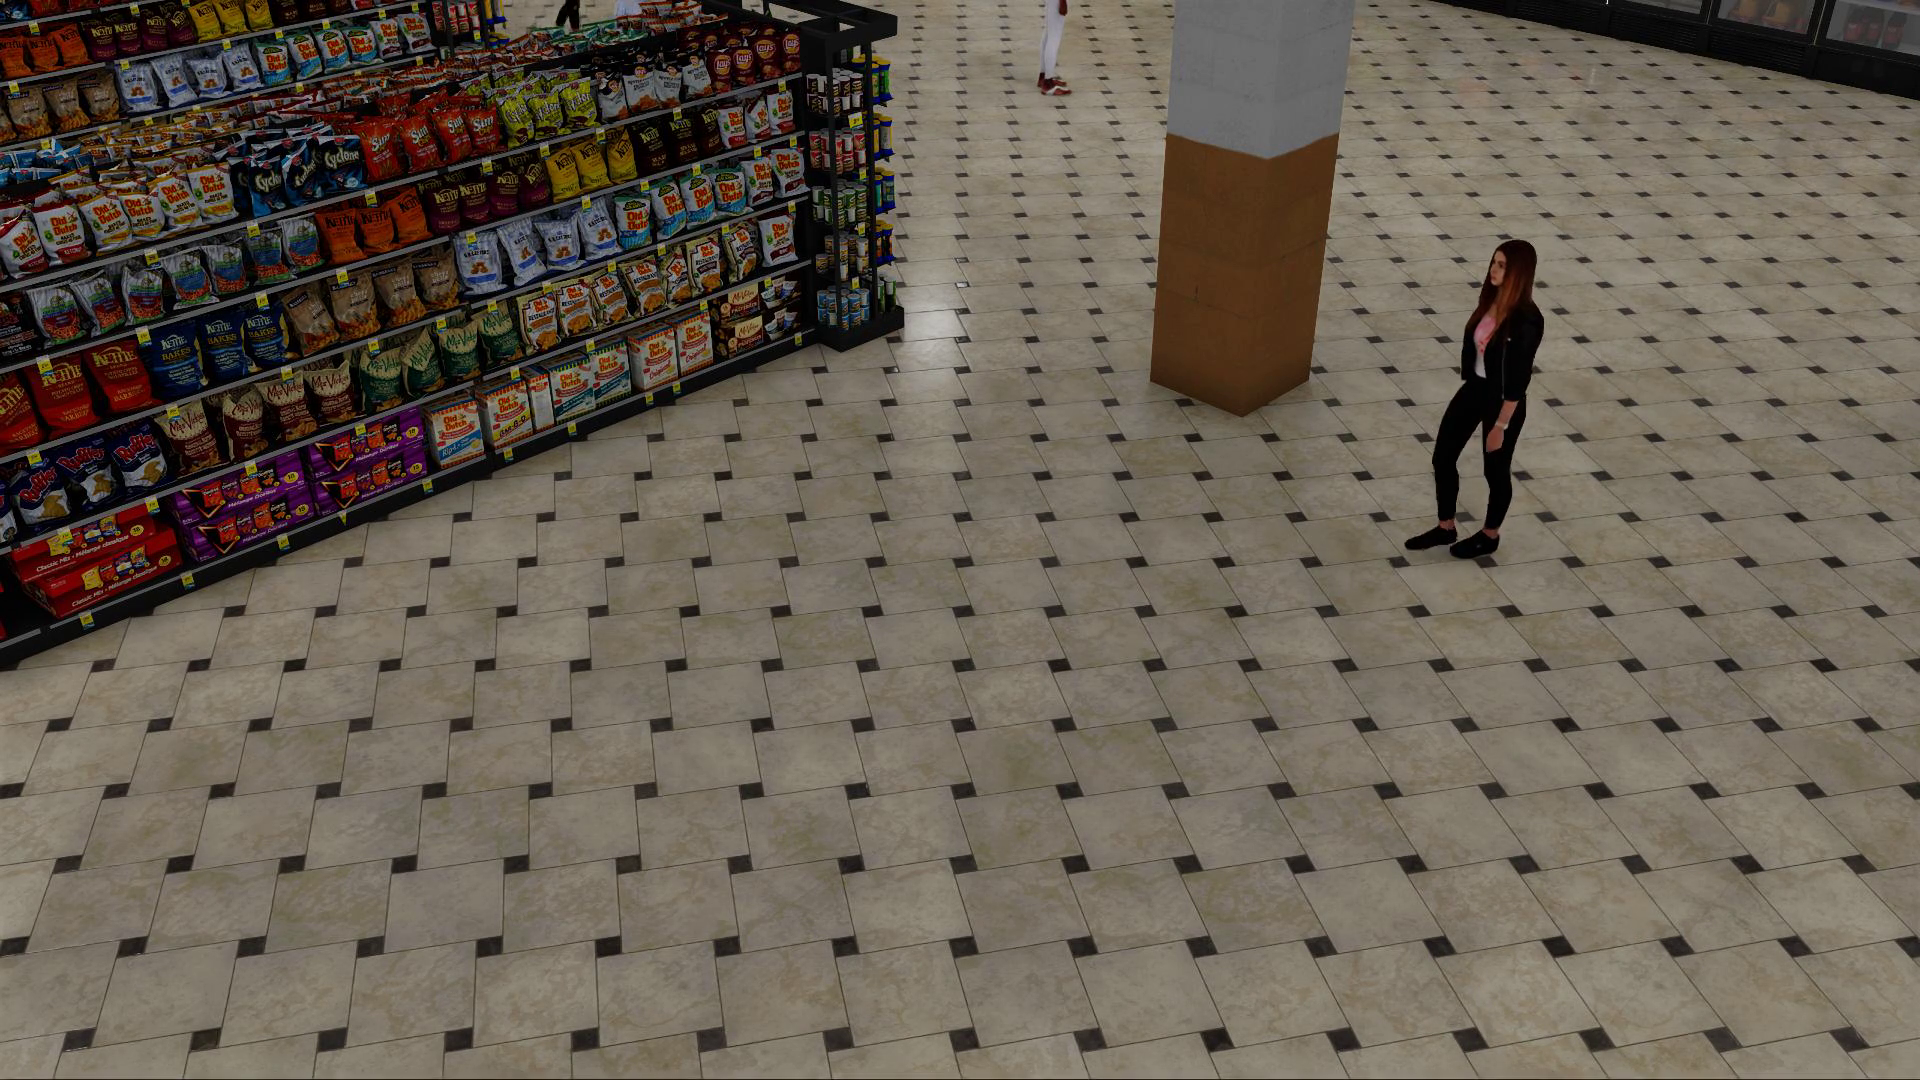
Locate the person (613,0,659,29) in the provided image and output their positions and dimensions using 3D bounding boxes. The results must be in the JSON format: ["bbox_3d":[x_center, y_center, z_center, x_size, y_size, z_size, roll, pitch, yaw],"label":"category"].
[{"bbox_3d":[-2.662,-4.140,13.577,0.846,1.792,1.031,14,34,21],"label":"person"}]

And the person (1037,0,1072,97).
[{"bbox_3d":[0.853,-4.864,14.806,0.703,1.724,0.665,-3,32,-4],"label":"person"}]

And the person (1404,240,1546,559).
[{"bbox_3d":[2.664,-0.663,8.076,0.847,1.701,0.786,-10,33,-16],"label":"person"}]
